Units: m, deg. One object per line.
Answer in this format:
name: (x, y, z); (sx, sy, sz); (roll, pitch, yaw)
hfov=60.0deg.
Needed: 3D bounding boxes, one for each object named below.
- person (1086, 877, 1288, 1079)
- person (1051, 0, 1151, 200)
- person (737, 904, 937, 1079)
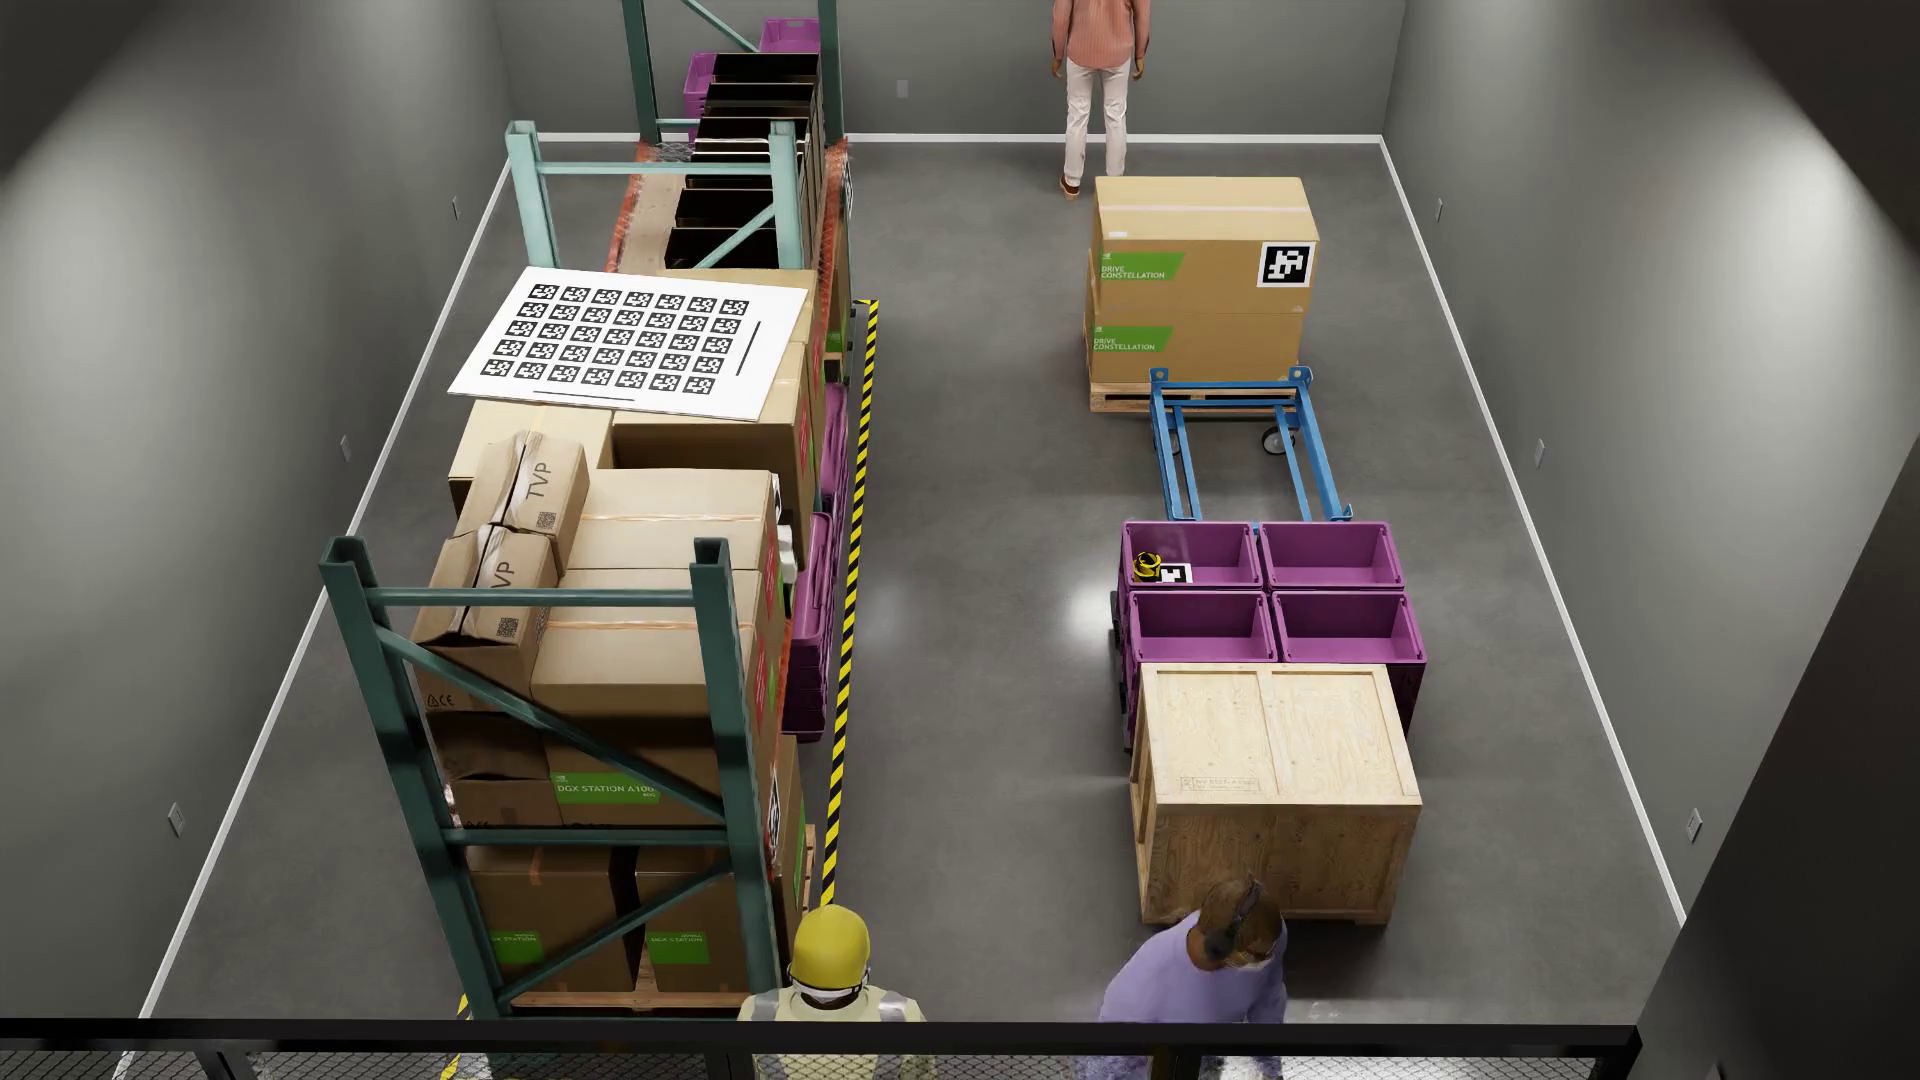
person: (0.737, 1.706, 5.214); (0.657, 1.883, 0.905); (-25, 47, -26)
person: (0.889, -3.123, 10.633); (0.623, 1.991, 0.390); (0, 41, 0)
person: (-0.369, 1.746, 5.201); (0.601, 1.831, 0.404); (0, 41, 0)
